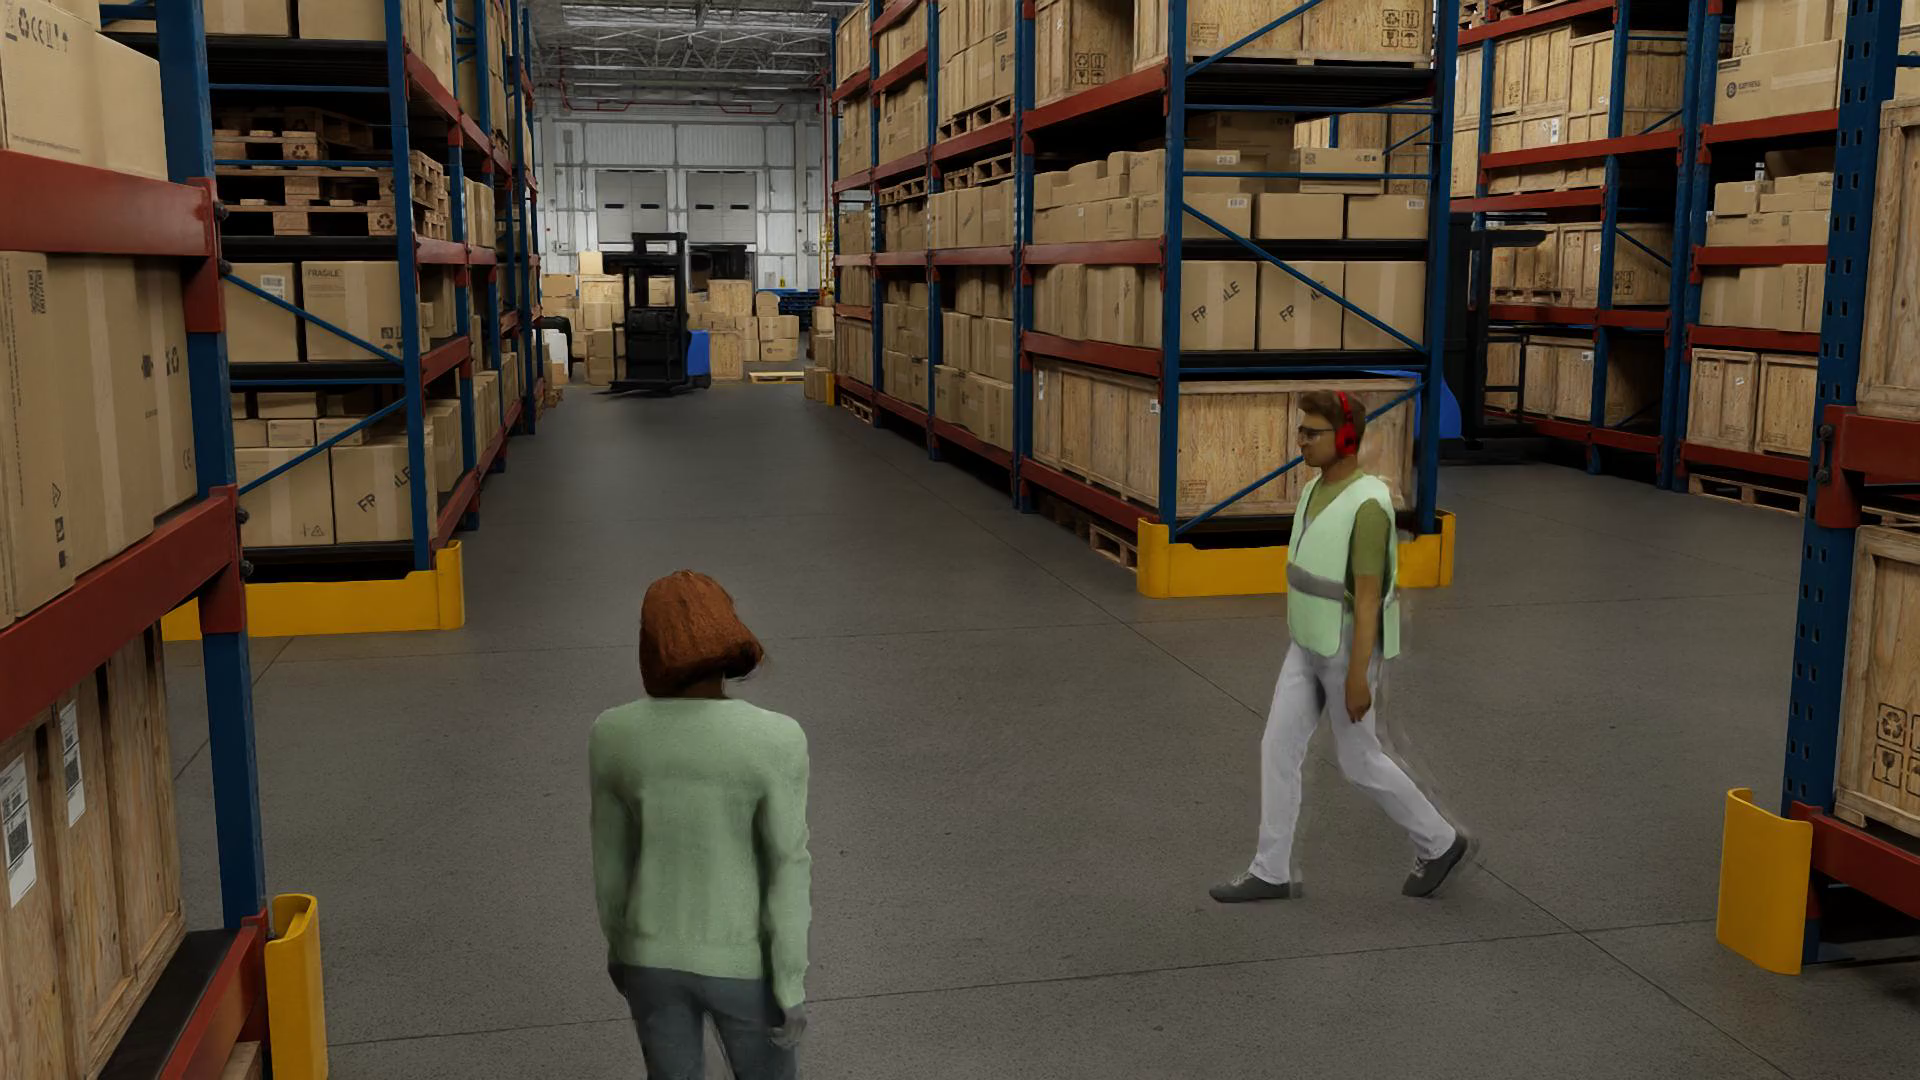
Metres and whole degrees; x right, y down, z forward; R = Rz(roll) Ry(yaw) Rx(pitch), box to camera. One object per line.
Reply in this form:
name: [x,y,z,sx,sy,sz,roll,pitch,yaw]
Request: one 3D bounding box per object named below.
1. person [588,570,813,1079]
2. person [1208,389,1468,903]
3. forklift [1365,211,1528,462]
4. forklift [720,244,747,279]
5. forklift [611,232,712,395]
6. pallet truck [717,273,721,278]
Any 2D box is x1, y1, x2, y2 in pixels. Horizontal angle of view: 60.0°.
person: [-0.536,0.865,3.399,0.518,1.605,0.438,2,10,15]
person: [1.348,0.381,5.750,0.874,1.813,0.579,-2,10,-12]
forklift: [5.369,-2.304,18.867,1.873,2.768,1.129,-2,10,-12]
forklift: [-6.140,-6.632,45.249,1.873,2.768,1.129,-7,12,-37]
forklift: [-5.243,-4.010,29.268,1.129,2.768,1.873,3,10,16]
pallet truck: [-8.580,-8.986,62.280,1.885,1.965,0.823,1,9,5]
